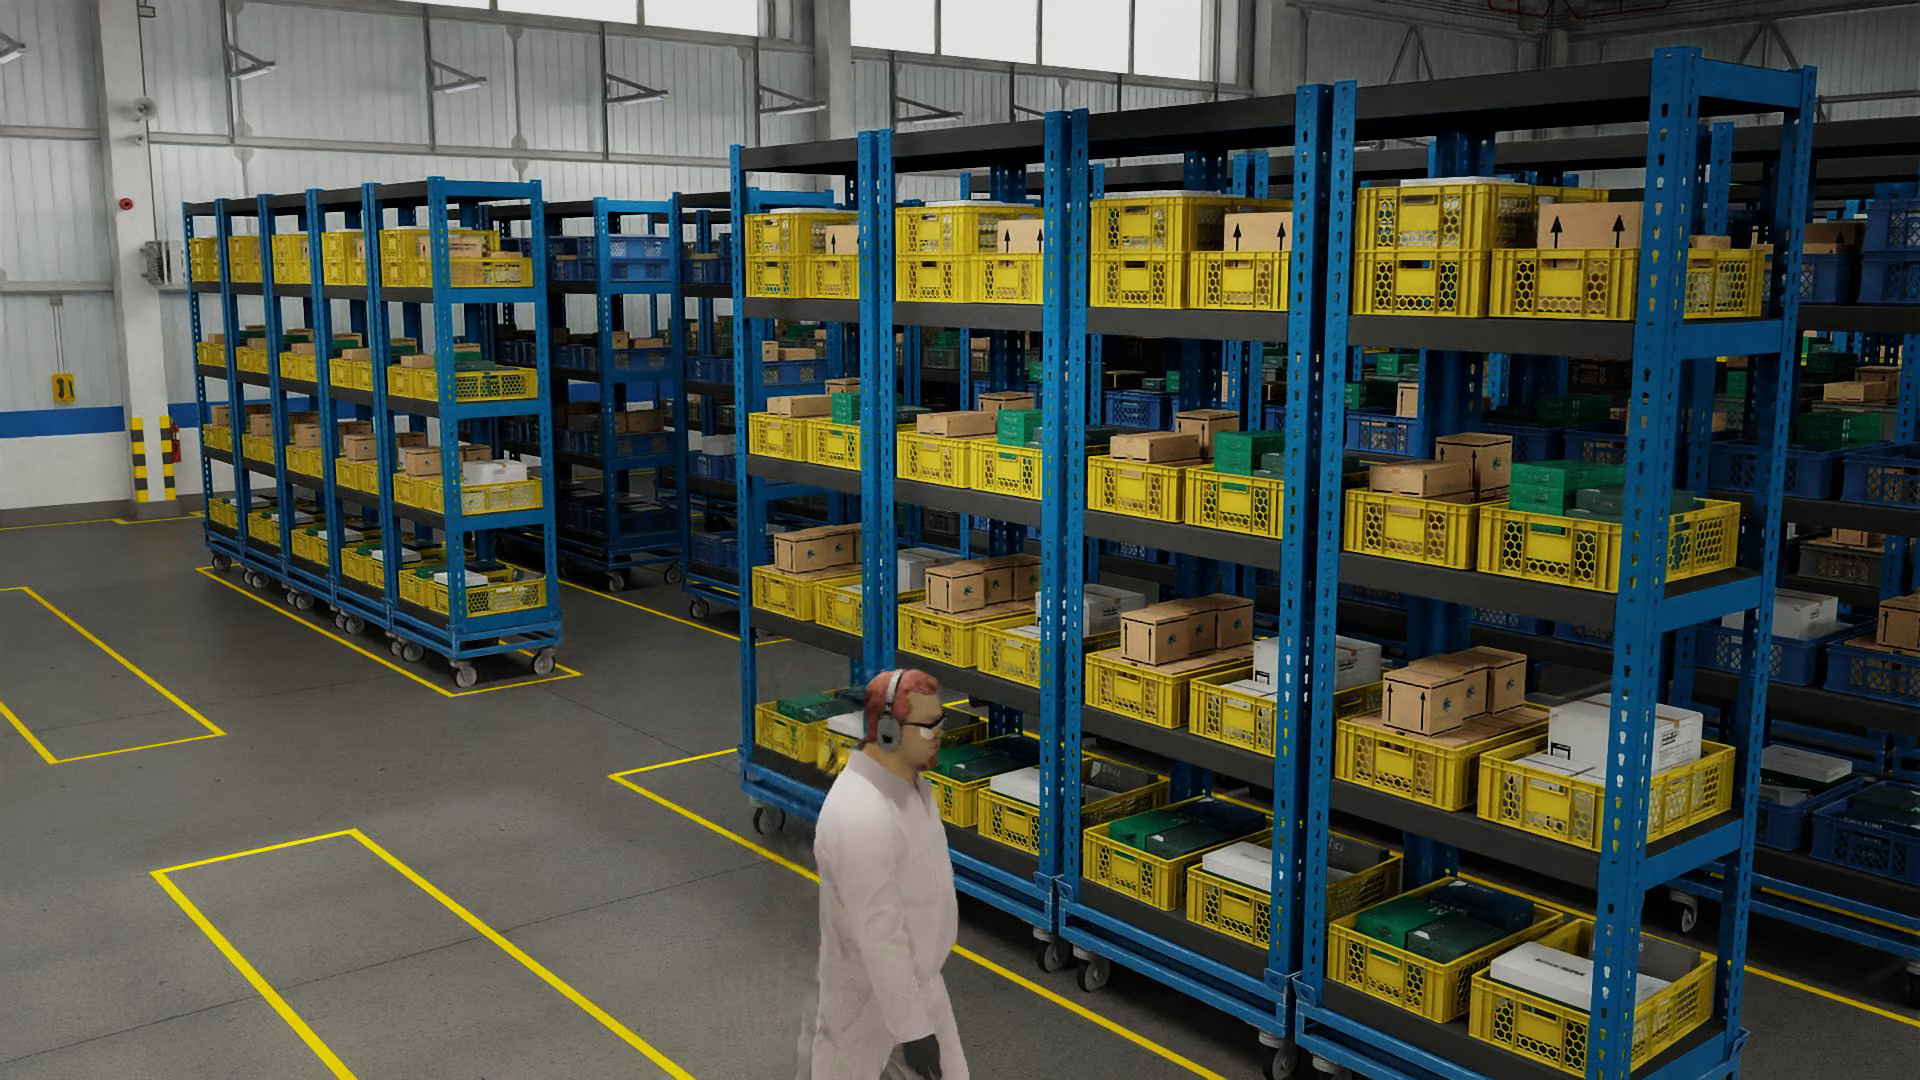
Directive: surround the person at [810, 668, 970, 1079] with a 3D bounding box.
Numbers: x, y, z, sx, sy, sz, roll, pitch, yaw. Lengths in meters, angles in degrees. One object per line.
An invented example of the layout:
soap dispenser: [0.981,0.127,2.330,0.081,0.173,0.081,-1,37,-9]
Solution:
person: [-0.122,1.296,4.826,0.974,1.860,0.642,2,10,14]
